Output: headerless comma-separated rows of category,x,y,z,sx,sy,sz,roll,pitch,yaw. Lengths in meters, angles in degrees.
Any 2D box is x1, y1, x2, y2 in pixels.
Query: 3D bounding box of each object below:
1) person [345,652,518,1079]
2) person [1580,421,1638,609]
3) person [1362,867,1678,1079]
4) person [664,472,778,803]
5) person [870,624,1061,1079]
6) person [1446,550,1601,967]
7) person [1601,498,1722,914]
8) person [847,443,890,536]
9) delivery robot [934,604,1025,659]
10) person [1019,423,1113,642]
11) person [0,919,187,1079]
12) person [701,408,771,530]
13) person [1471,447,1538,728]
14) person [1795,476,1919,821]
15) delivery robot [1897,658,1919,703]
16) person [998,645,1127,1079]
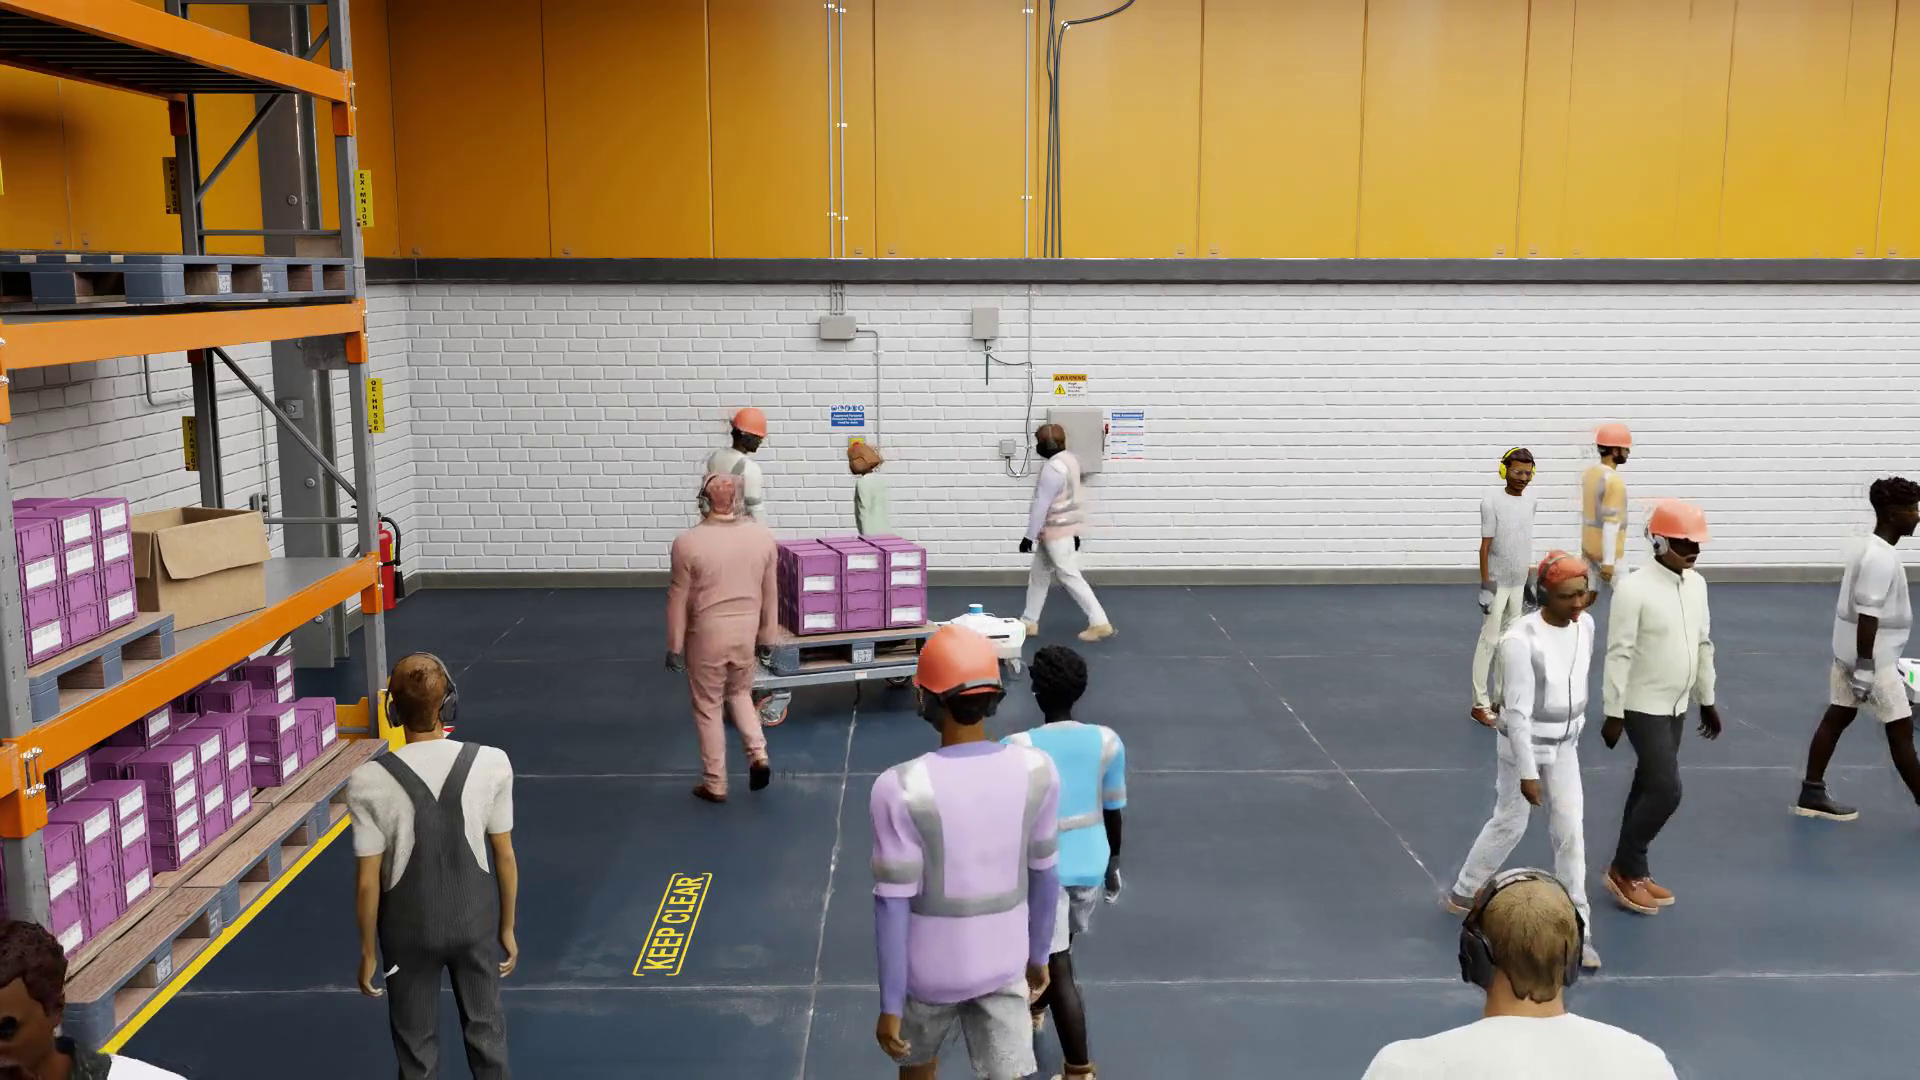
person,-1.657,1.266,5.278,0.505,1.840,0.349,-5,10,-27
person,4.752,0.059,12.481,0.866,1.913,0.550,0,9,-1
person,1.025,1.558,3.331,0.656,1.893,0.985,-2,10,-13
person,-1.361,0.561,9.457,0.651,1.893,0.443,-7,12,-38
person,0.053,1.253,4.890,0.620,2.009,0.996,-4,10,-24
person,2.567,0.924,7.436,0.590,1.838,0.829,-4,10,-25
person,3.316,0.778,7.830,0.630,1.973,0.506,-7,12,-37
person,-0.812,0.000,13.727,0.662,1.604,0.516,3,10,19
delivery robot,0.117,0.717,12.285,0.707,0.478,0.477,-3,10,-15
person,0.831,-0.054,13.565,0.924,1.809,0.610,2,9,12
person,-1.668,1.615,3.030,0.618,1.868,0.966,-2,9,-11
person,-1.641,-0.014,12.672,0.963,1.985,0.642,-7,11,-36
person,3.656,0.310,11.080,0.519,1.861,0.325,-5,11,-30
person,5.061,0.620,8.960,0.941,1.923,0.630,3,10,20
delivery robot,6.605,0.926,11.002,0.707,0.478,0.477,2,9,14
person,0.327,1.204,6.203,0.545,1.643,0.862,-5,10,-26
